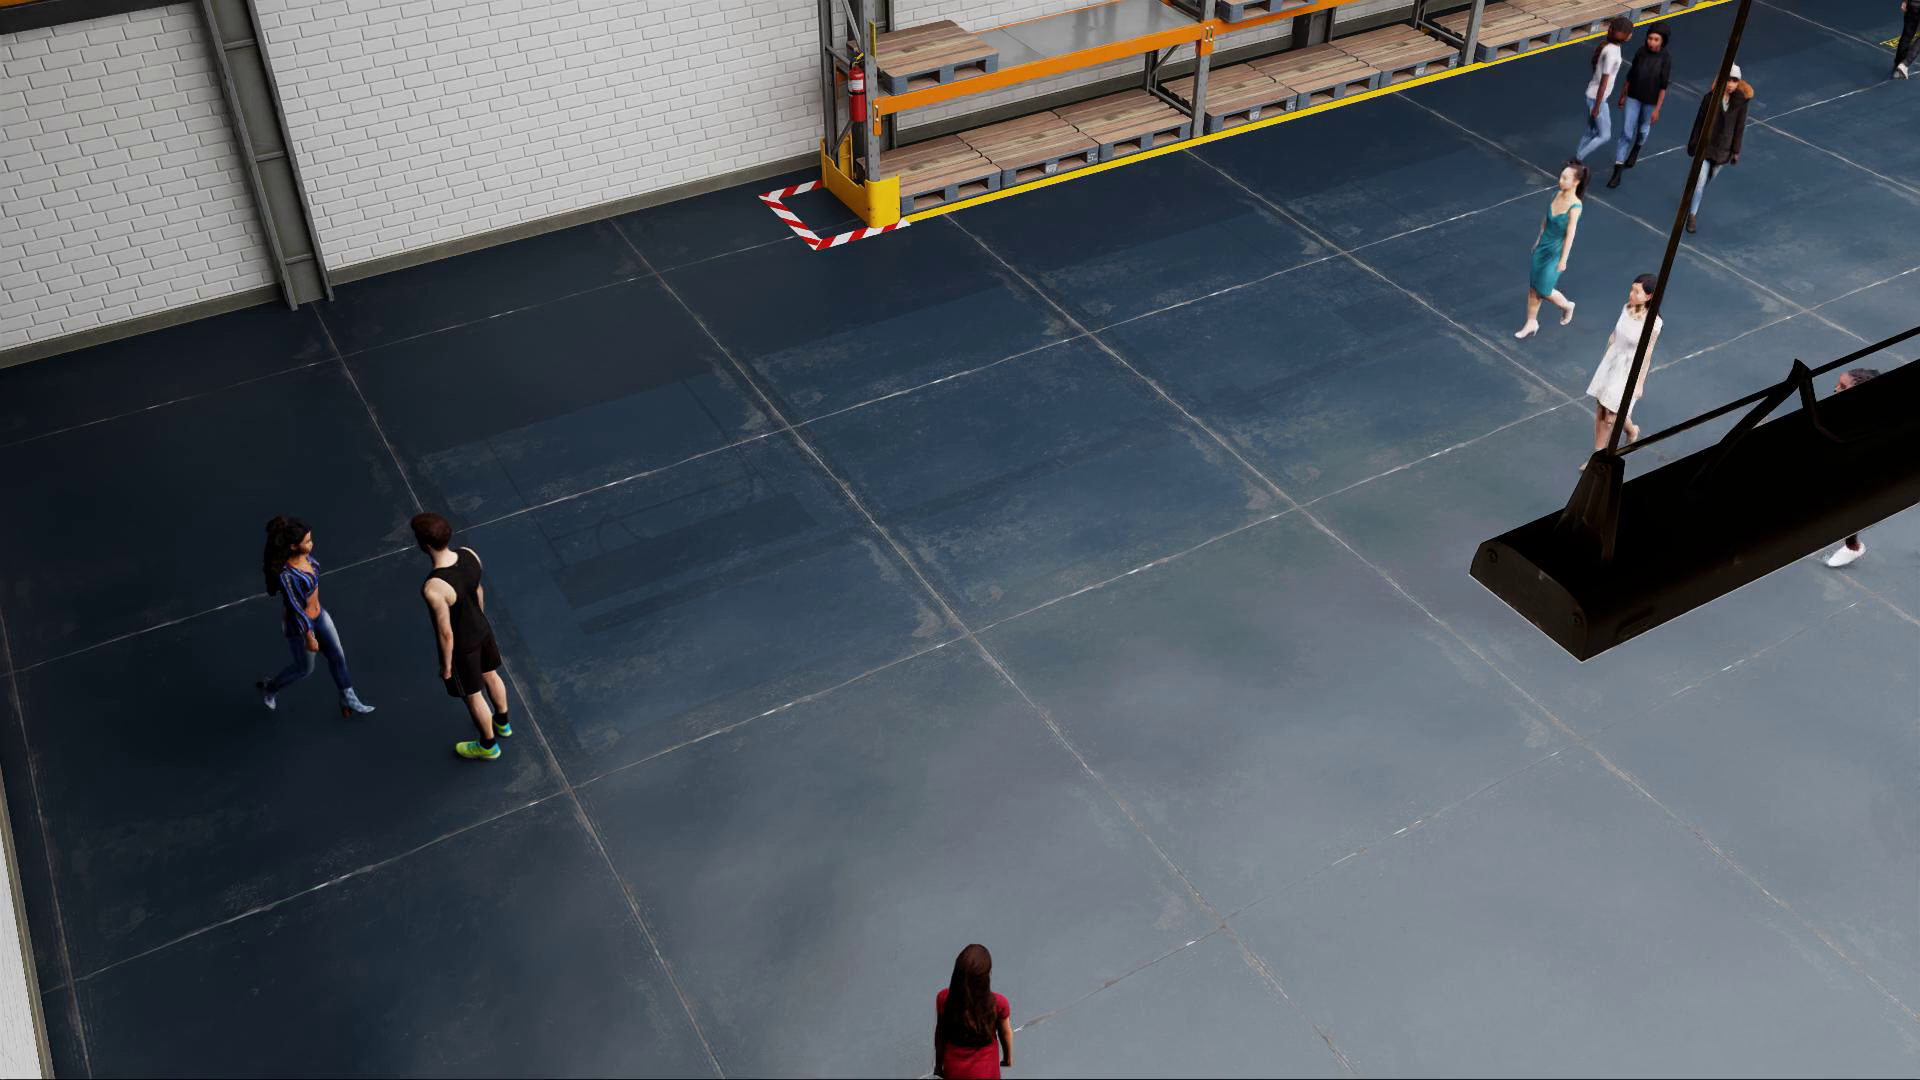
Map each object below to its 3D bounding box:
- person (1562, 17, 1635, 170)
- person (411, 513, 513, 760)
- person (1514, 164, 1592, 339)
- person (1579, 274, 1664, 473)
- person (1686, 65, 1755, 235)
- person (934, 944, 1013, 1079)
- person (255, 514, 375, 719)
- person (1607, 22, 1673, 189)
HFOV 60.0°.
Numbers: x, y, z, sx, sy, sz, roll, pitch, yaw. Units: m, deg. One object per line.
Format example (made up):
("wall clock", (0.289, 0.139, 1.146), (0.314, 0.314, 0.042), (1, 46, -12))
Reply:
("person", (6.453, -4.511, 17.050), (0.820, 1.705, 0.752), (15, 41, 18))
("person", (-3.132, 0.612, 10.485), (0.816, 1.891, 0.753), (10, 40, 12))
("person", (5.249, -2.505, 14.563), (0.816, 1.672, 0.674), (-9, 39, -11))
("person", (5.231, -1.279, 12.958), (0.876, 1.761, 0.727), (-11, 40, -13))
("person", (7.416, -3.895, 16.359), (1.043, 1.604, 1.051), (5, 39, 7))
("person", (0.045, 2.641, 8.243), (1.036, 1.519, 1.016), (6, 39, 8))
("person", (-4.320, 0.547, 10.798), (1.089, 1.603, 0.949), (5, 39, 6))
("person", (7.035, -4.507, 17.087), (1.020, 1.651, 1.237), (17, 42, 21))
